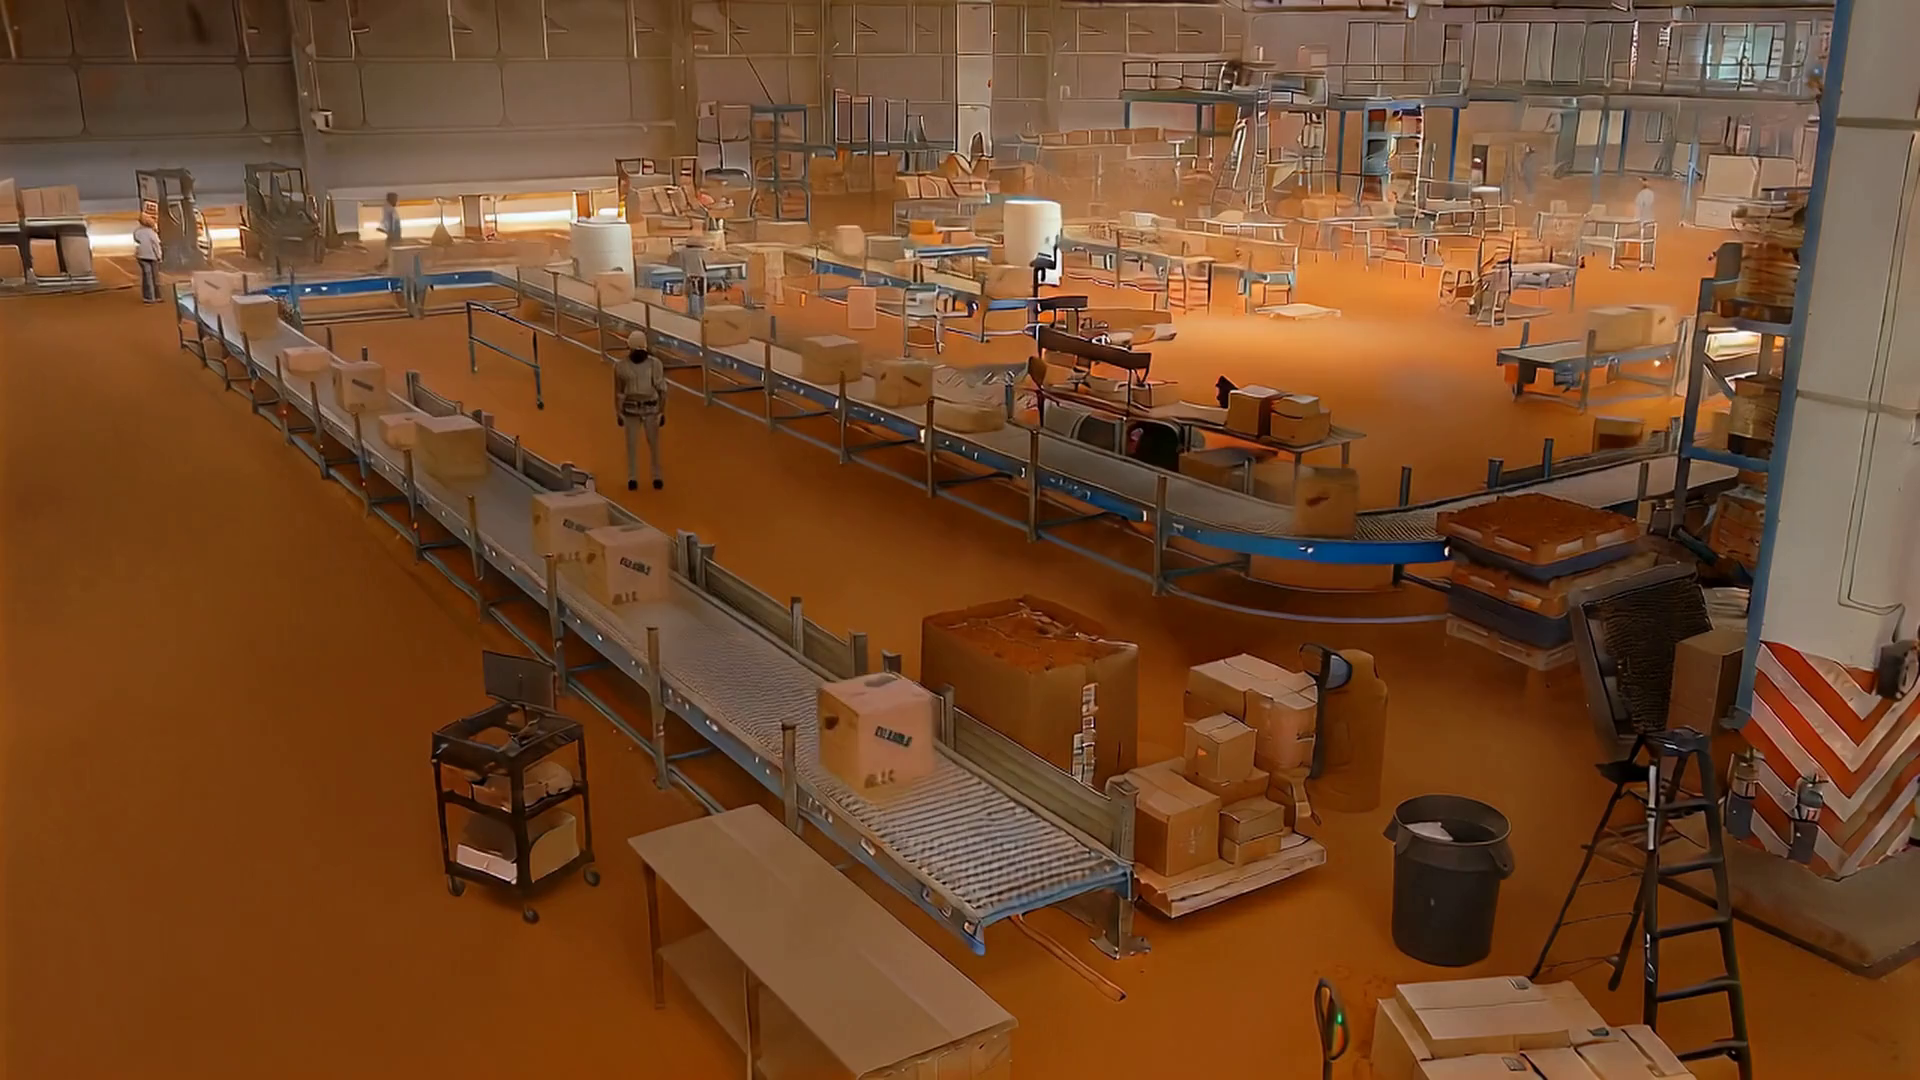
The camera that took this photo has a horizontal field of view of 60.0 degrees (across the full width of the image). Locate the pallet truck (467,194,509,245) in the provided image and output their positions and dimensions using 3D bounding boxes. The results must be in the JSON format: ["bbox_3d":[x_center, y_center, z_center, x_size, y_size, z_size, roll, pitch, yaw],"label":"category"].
[{"bbox_3d":[-11.983,-8.177,42.137,0.704,1.261,1.522,-11,20,-33],"label":"pallet truck"}]

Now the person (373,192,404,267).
[{"bbox_3d":[-12.323,-6.613,36.033,0.791,1.819,0.579,-8,19,-25],"label":"person"}]

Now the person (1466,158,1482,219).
[{"bbox_3d":[14.760,-10.065,47.666,0.489,1.729,0.376,-12,21,-35],"label":"person"}]

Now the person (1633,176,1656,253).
[{"bbox_3d":[16.061,-7.610,39.186,0.542,1.912,0.447,-10,19,-30],"label":"person"}]

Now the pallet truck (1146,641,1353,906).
[{"bbox_3d":[1.664,1.407,10.232,1.630,1.274,0.653,-10,20,-31],"label":"pallet truck"}]

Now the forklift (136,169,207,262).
[{"bbox_3d":[-17.842,-7.318,37.559,1.157,1.987,2.680,-10,20,-31],"label":"forklift"}]

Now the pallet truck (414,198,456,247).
[{"bbox_3d":[-13.250,-8.060,41.856,0.680,1.201,1.601,-10,20,-31],"label":"pallet truck"}]

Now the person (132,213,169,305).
[{"bbox_3d":[-15.726,-5.449,32.249,0.522,1.769,0.310,2,17,6],"label":"person"}]

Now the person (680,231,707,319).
[{"bbox_3d":[-4.858,-4.826,30.401,0.501,1.633,0.282,2,17,6],"label":"person"}]

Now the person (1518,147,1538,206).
[{"bbox_3d":[17.695,-11.313,51.729,0.593,1.795,0.911,-9,19,-27],"label":"person"}]

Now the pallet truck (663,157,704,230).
[{"bbox_3d":[-7.586,-9.308,44.692,0.823,1.965,1.885,-11,20,-33],"label":"pallet truck"}]

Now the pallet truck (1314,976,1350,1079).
[{"bbox_3d":[2.299,2.390,7.086,1.601,1.201,0.680,-2,17,-7],"label":"pallet truck"}]

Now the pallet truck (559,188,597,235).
[{"bbox_3d":[-10.010,-8.652,43.699,0.653,1.274,1.630,-10,20,-31],"label":"pallet truck"}]

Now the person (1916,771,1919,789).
[{"bbox_3d":[6.144,0.811,11.255,1.026,1.855,0.664,2,17,6],"label":"person"}]

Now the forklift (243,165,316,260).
[{"bbox_3d":[-15.898,-7.669,38.708,1.157,1.987,2.680,-11,20,-33],"label":"forklift"}]

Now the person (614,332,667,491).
[{"bbox_3d":[-3.622,-1.461,18.875,0.591,1.826,0.403,-2,17,-7],"label":"person"}]

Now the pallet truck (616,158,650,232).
[{"bbox_3d":[-8.918,-9.176,44.255,0.823,1.965,1.885,-9,19,-27],"label":"pallet truck"}]
